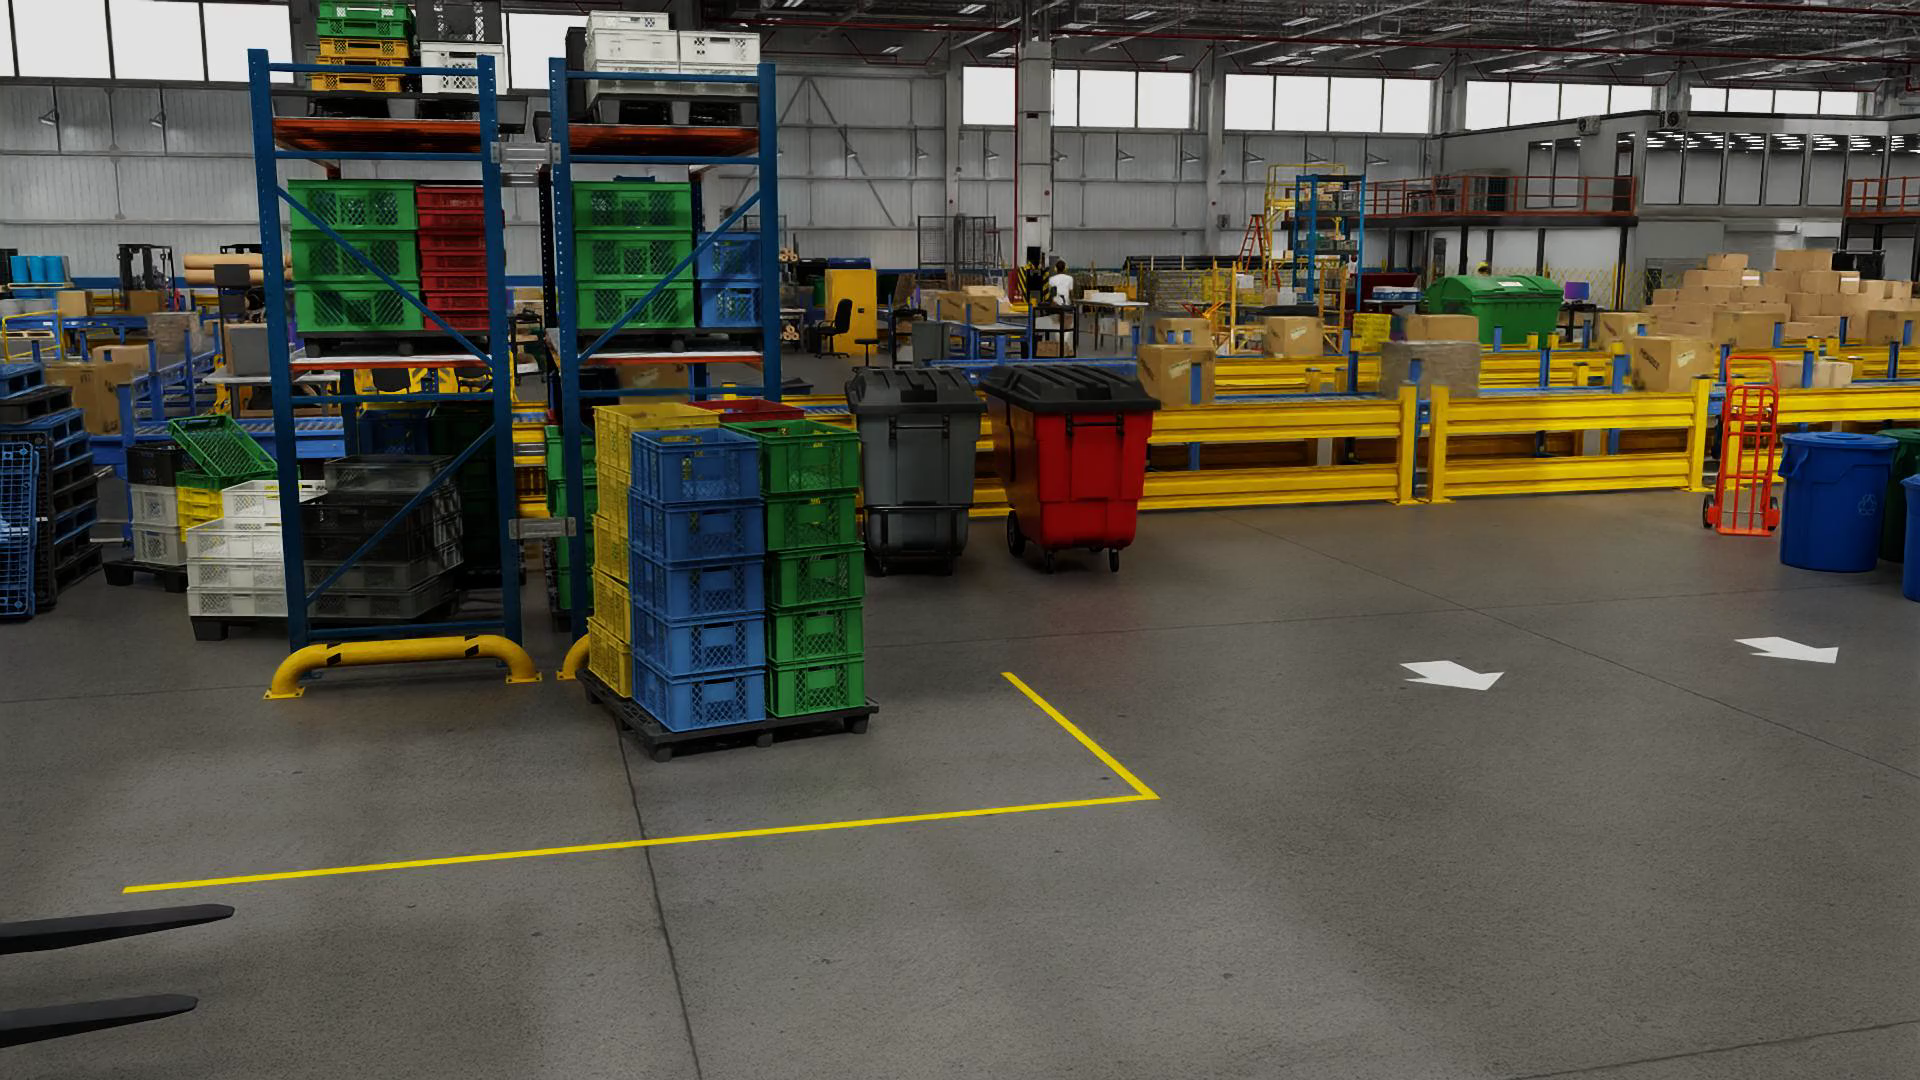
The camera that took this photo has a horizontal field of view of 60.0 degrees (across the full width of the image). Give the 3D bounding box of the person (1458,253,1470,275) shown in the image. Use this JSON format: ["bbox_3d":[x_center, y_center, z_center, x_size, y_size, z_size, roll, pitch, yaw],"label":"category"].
[{"bbox_3d":[17.389,-8.980,57.490,0.356,1.930,0.589,7,12,33],"label":"person"}]

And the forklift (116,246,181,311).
[{"bbox_3d":[-19.966,-6.232,40.894,1.157,1.987,2.680,-3,10,-15],"label":"forklift"}]

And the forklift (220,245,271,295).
[{"bbox_3d":[-17.749,-6.334,41.440,1.157,1.987,2.680,-3,10,-17],"label":"forklift"}]

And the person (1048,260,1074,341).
[{"bbox_3d":[2.031,-4.711,33.531,0.561,1.855,0.400,0,10,-1],"label":"person"}]

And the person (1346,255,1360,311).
[{"bbox_3d":[12.859,-8.410,54.396,0.587,1.882,0.342,8,13,38],"label":"person"}]

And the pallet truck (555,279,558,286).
[{"bbox_3d":[-10.604,-6.375,44.520,0.653,1.274,1.630,-3,10,-15],"label":"pallet truck"}]

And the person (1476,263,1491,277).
[{"bbox_3d":[12.755,-5.922,40.772,0.532,1.724,0.900,-1,10,-4],"label":"person"}]
